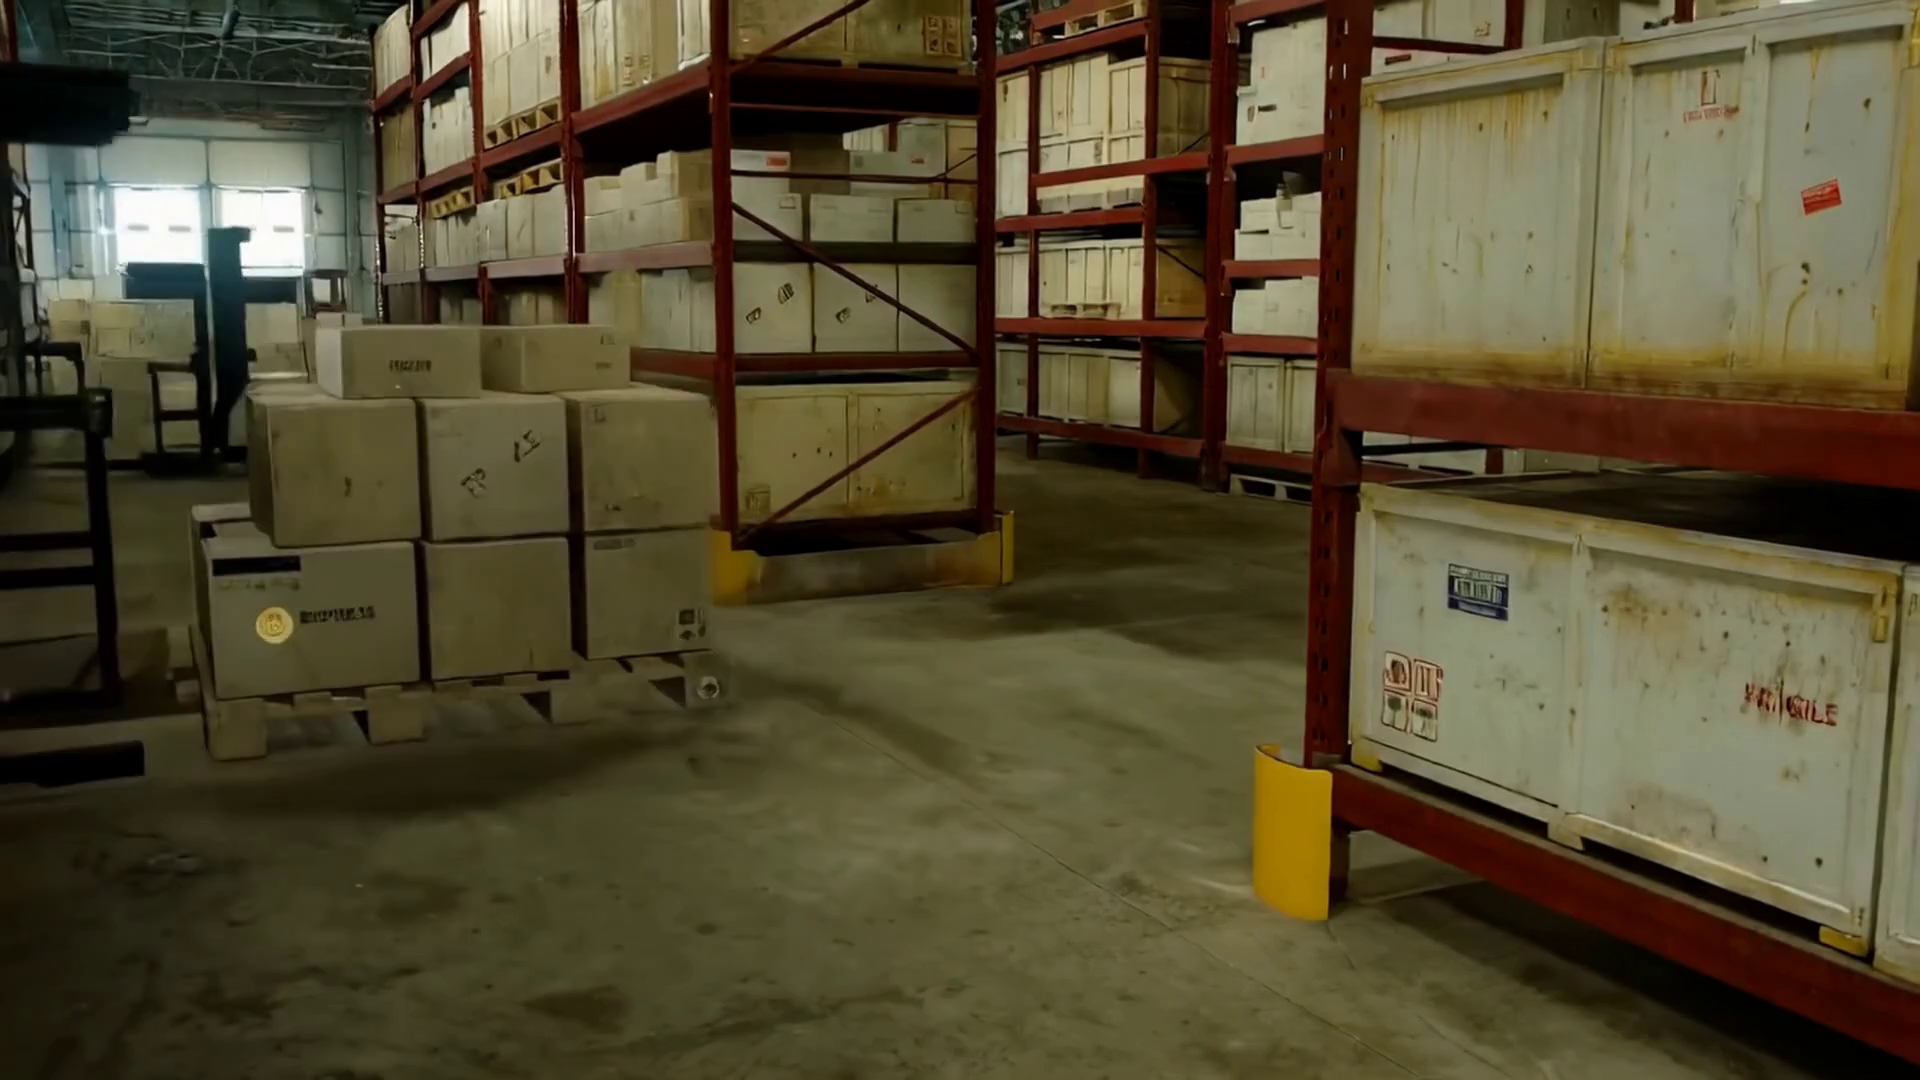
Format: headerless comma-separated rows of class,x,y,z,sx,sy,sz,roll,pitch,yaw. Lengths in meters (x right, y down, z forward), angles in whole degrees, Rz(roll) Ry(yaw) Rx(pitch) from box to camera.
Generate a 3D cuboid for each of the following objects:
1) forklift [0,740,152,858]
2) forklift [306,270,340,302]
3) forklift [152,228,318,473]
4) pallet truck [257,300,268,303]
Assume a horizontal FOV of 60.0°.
forklift,-4.027,-0.266,5.921,1.873,2.768,1.129,-4,9,-27
forklift,-17.916,-6.195,46.810,1.129,2.768,1.873,-5,10,-33
forklift,-8.579,-2.250,19.605,1.873,2.768,1.129,-4,9,-26
pallet truck,-23.913,-7.404,58.171,1.885,1.965,0.823,-1,8,-9
